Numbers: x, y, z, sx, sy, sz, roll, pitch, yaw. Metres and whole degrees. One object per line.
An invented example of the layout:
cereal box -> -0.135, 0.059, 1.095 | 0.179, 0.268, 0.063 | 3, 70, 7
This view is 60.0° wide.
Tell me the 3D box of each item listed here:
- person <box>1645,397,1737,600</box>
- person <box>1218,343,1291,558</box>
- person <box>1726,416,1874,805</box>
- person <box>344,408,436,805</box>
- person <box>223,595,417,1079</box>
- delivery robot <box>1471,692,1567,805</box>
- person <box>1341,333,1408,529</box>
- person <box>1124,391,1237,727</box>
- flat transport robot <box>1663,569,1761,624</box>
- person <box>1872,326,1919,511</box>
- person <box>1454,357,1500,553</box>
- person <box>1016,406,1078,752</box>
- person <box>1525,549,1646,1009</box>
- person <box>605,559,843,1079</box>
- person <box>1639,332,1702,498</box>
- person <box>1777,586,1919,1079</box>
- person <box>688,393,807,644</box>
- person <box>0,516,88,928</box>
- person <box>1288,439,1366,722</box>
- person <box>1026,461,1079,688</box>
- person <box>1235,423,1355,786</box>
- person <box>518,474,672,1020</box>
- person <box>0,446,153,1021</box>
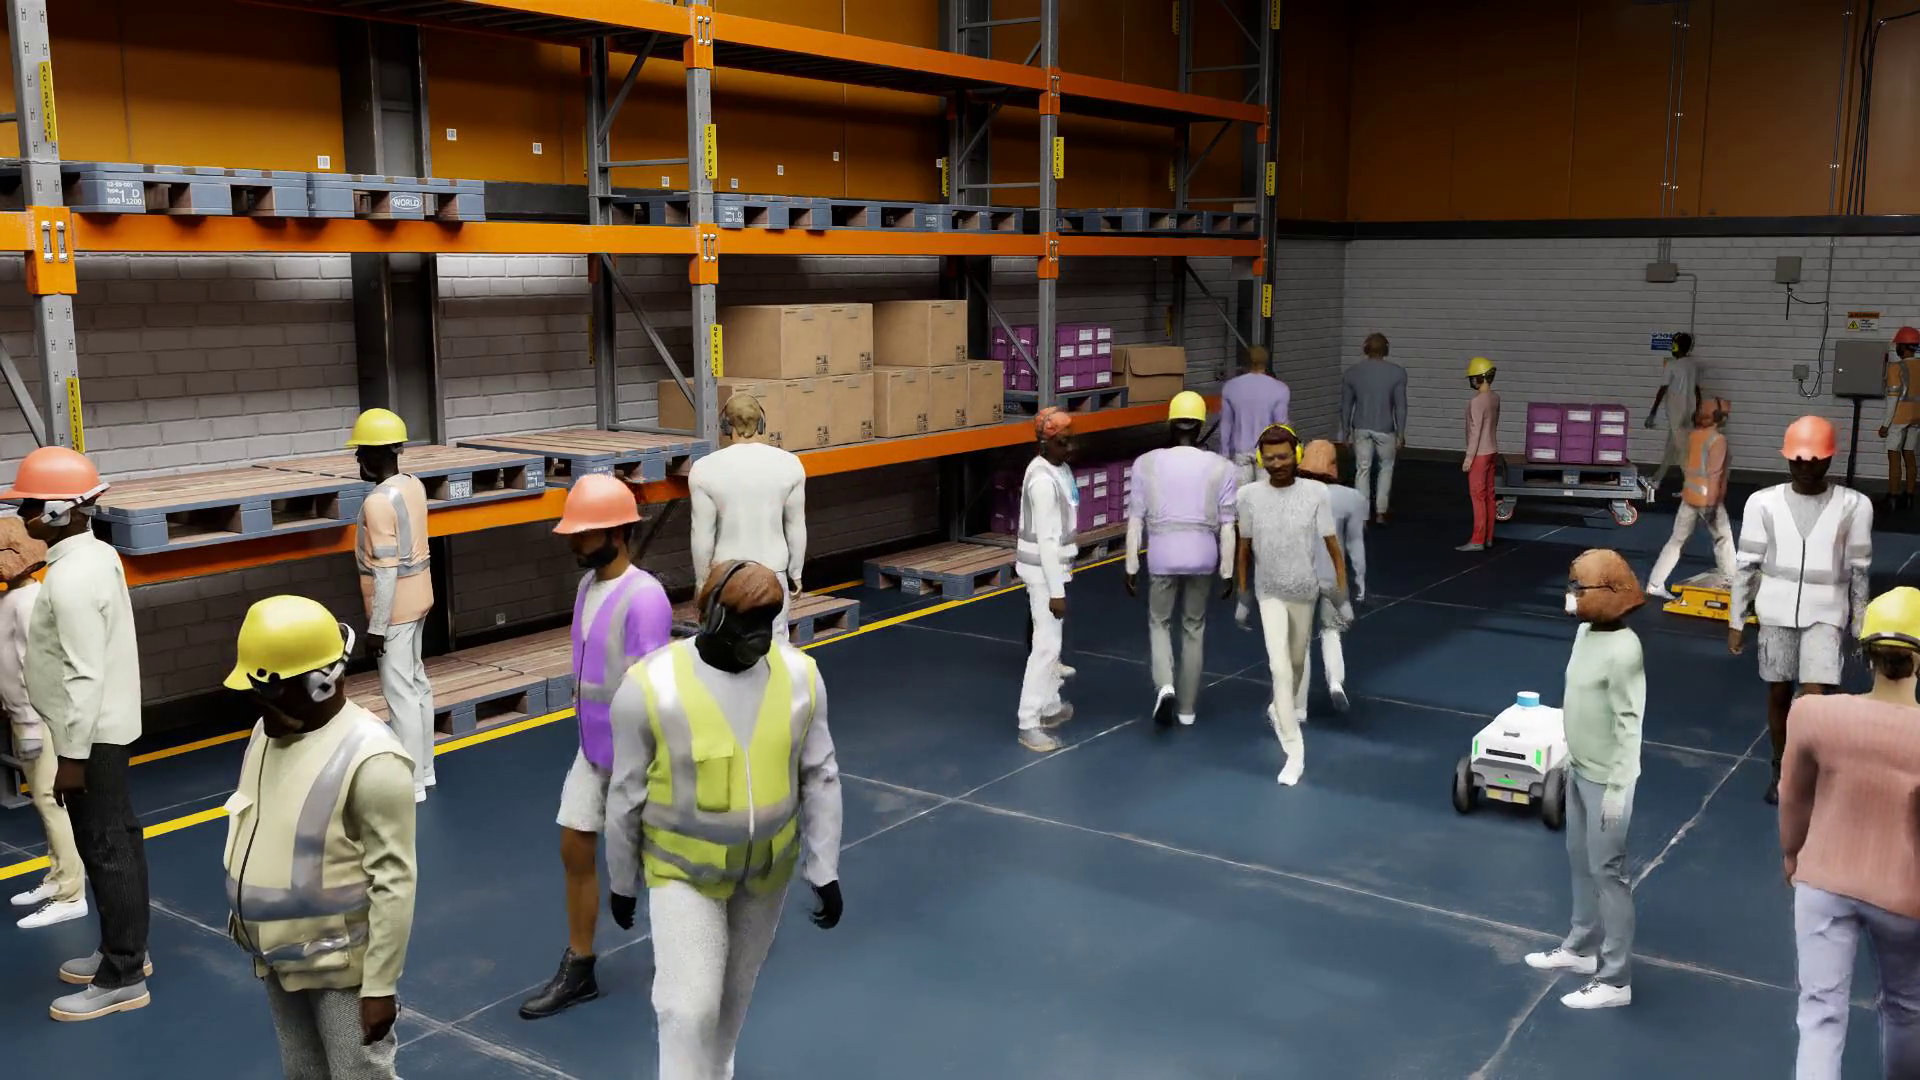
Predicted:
person -> 5.715, -0.305, 12.779 | 0.858, 1.592, 0.532 | 0, 10, -3
person -> 2.546, -0.756, 14.518 | 0.634, 1.917, 0.690 | 6, 11, 31
person -> 3.900, 0.381, 7.770 | 0.584, 1.898, 0.873 | 6, 11, 33
person -> -2.739, 0.328, 8.021 | 0.367, 1.927, 0.587 | -1, 10, -4
person -> -1.608, 1.027, 4.175 | 0.588, 1.822, 0.403 | 7, 12, 37
delivery robot -> 2.717, 0.972, 7.986 | 0.477, 0.478, 0.707 | 6, 11, 33
person -> 4.094, -1.081, 16.423 | 0.655, 1.921, 0.668 | 4, 10, 22
person -> 1.231, 0.124, 9.311 | 0.636, 1.900, 0.583 | 1, 10, 4
flat transport robot -> 5.908, 0.393, 12.562 | 0.652, 0.197, 1.431 | 9, 13, 42
person -> 9.925, -1.276, 17.536 | 0.545, 1.942, 0.349 | -4, 10, -23
person -> 4.692, -0.767, 15.040 | 0.317, 1.765, 0.522 | 7, 12, 37
person -> 0.476, 0.183, 9.119 | 0.338, 1.865, 0.800 | 1, 10, 3
person -> 2.247, 0.839, 5.894 | 0.297, 1.625, 0.544 | 0, 10, 3
person -> -0.622, 0.957, 4.648 | 0.640, 1.803, 0.841 | -6, 11, -30
person -> 7.951, -1.401, 18.631 | 0.516, 1.827, 0.957 | -5, 11, -27
person -> 2.615, 0.978, 4.762 | 0.534, 1.720, 0.919 | 7, 12, 36
person -> -1.122, 0.190, 8.825 | 0.628, 1.935, 0.373 | -3, 10, -20
person -> -3.695, 0.714, 6.619 | 0.270, 1.627, 0.502 | -7, 12, -35
person -> 2.022, 0.241, 9.450 | 0.548, 1.616, 0.450 | -1, 10, -4
person -> 0.570, 0.055, 10.332 | 0.321, 1.697, 0.530 | 4, 10, 20
person -> 1.727, 0.278, 8.680 | 0.602, 1.817, 0.948 | 2, 10, 9
person -> -1.133, 0.701, 5.889 | 0.884, 1.909, 0.554 | -8, 12, -40
person -> -3.059, 0.665, 5.810 | 0.379, 1.996, 0.611 | -3, 10, -20
